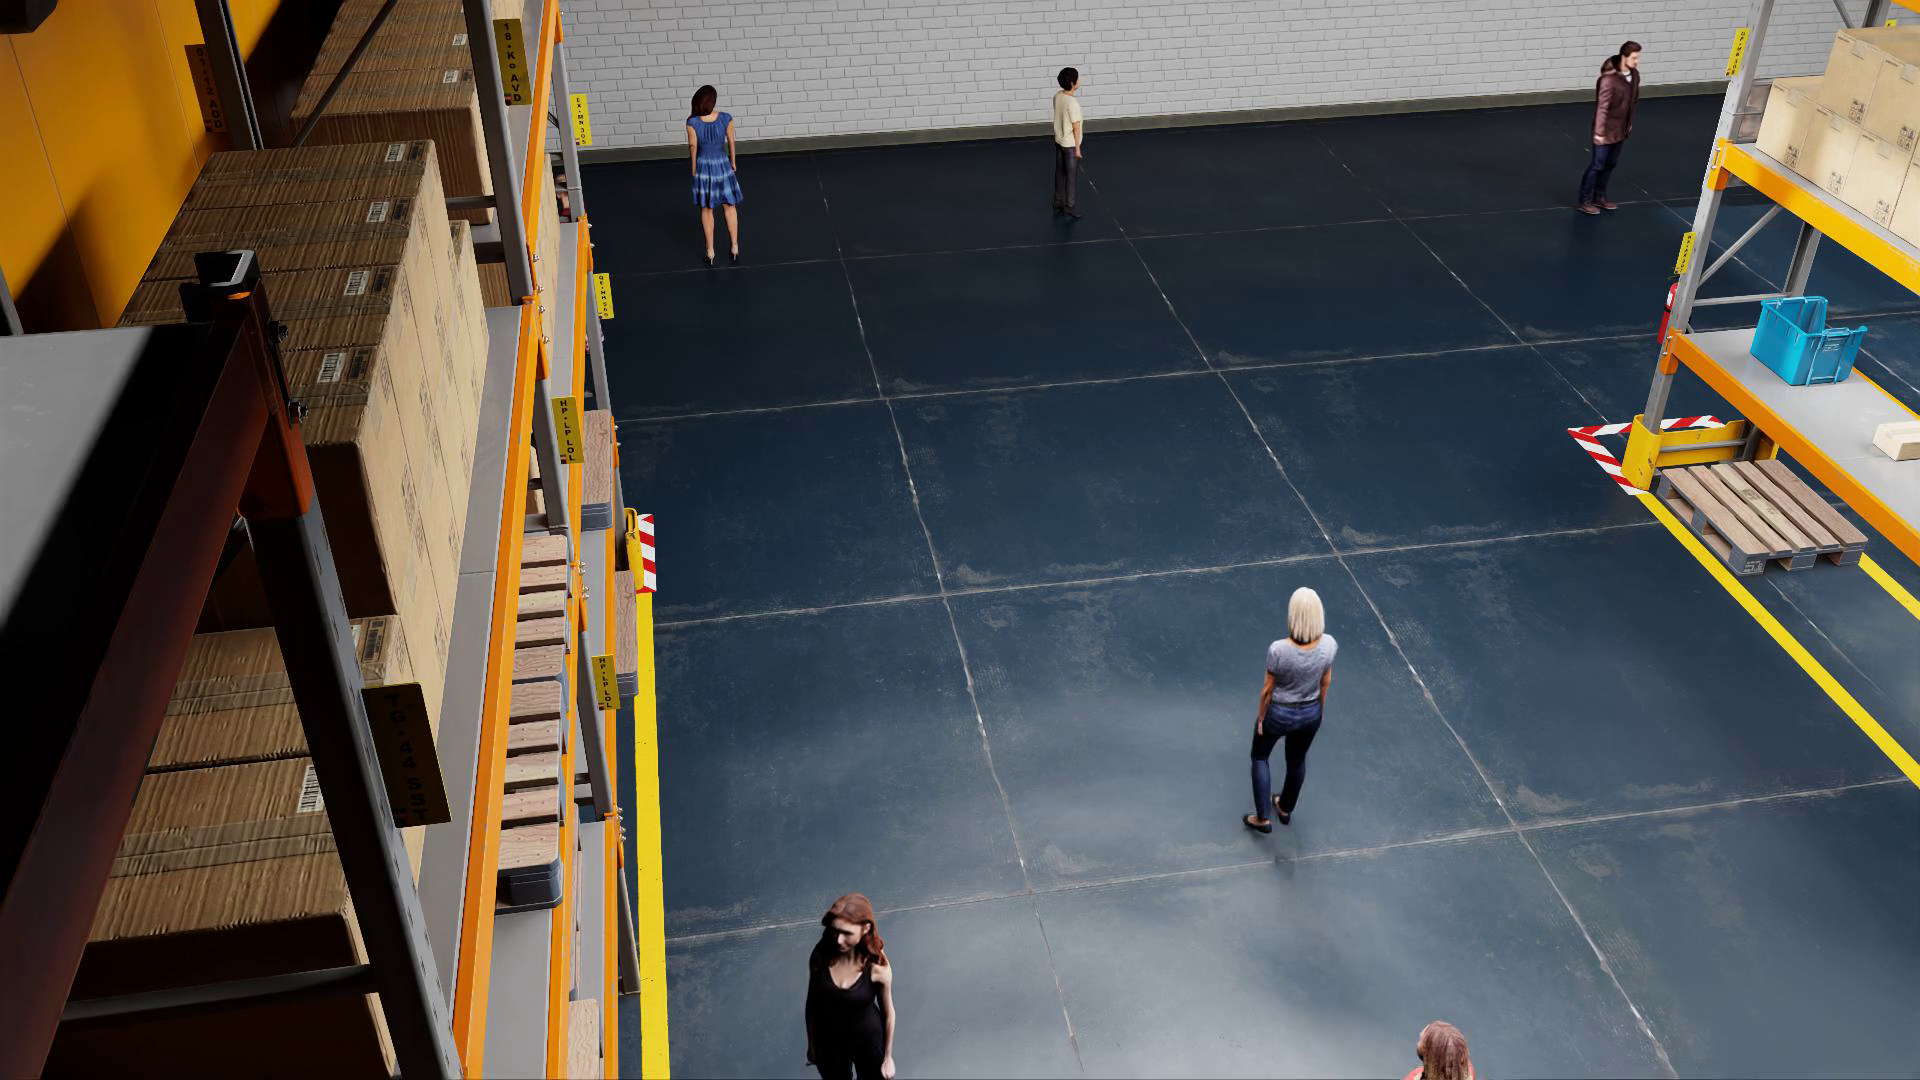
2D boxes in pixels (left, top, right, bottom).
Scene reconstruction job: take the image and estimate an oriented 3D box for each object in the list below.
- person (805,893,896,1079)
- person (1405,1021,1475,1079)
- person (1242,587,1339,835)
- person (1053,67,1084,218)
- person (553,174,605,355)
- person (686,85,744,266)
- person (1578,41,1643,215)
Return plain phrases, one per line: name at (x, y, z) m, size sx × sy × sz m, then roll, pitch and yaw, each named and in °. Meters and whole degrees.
person at (-0.488, 2.274, 7.654) m, size 0.653 × 1.748 × 0.648 m, roll 7°, pitch 34°, yaw 11°
person at (2.016, 2.716, 7.057) m, size 0.743 × 1.673 × 0.817 m, roll -19°, pitch 38°, yaw -26°
person at (1.921, 1.026, 9.557) m, size 0.612 × 1.719 × 0.656 m, roll -2°, pitch 34°, yaw -3°
person at (1.136, -4.186, 17.518) m, size 0.710 × 1.587 × 0.543 m, roll -18°, pitch 38°, yaw -25°
person at (-3.439, -2.462, 14.822) m, size 0.738 × 1.700 × 0.553 m, roll 4°, pitch 34°, yaw 6°
person at (-2.435, -3.614, 16.460) m, size 0.706 × 1.806 × 0.627 m, roll -12°, pitch 35°, yaw -17°
person at (6.864, -4.367, 17.560) m, size 0.855 × 1.841 × 0.846 m, roll -23°, pitch 40°, yaw -30°
